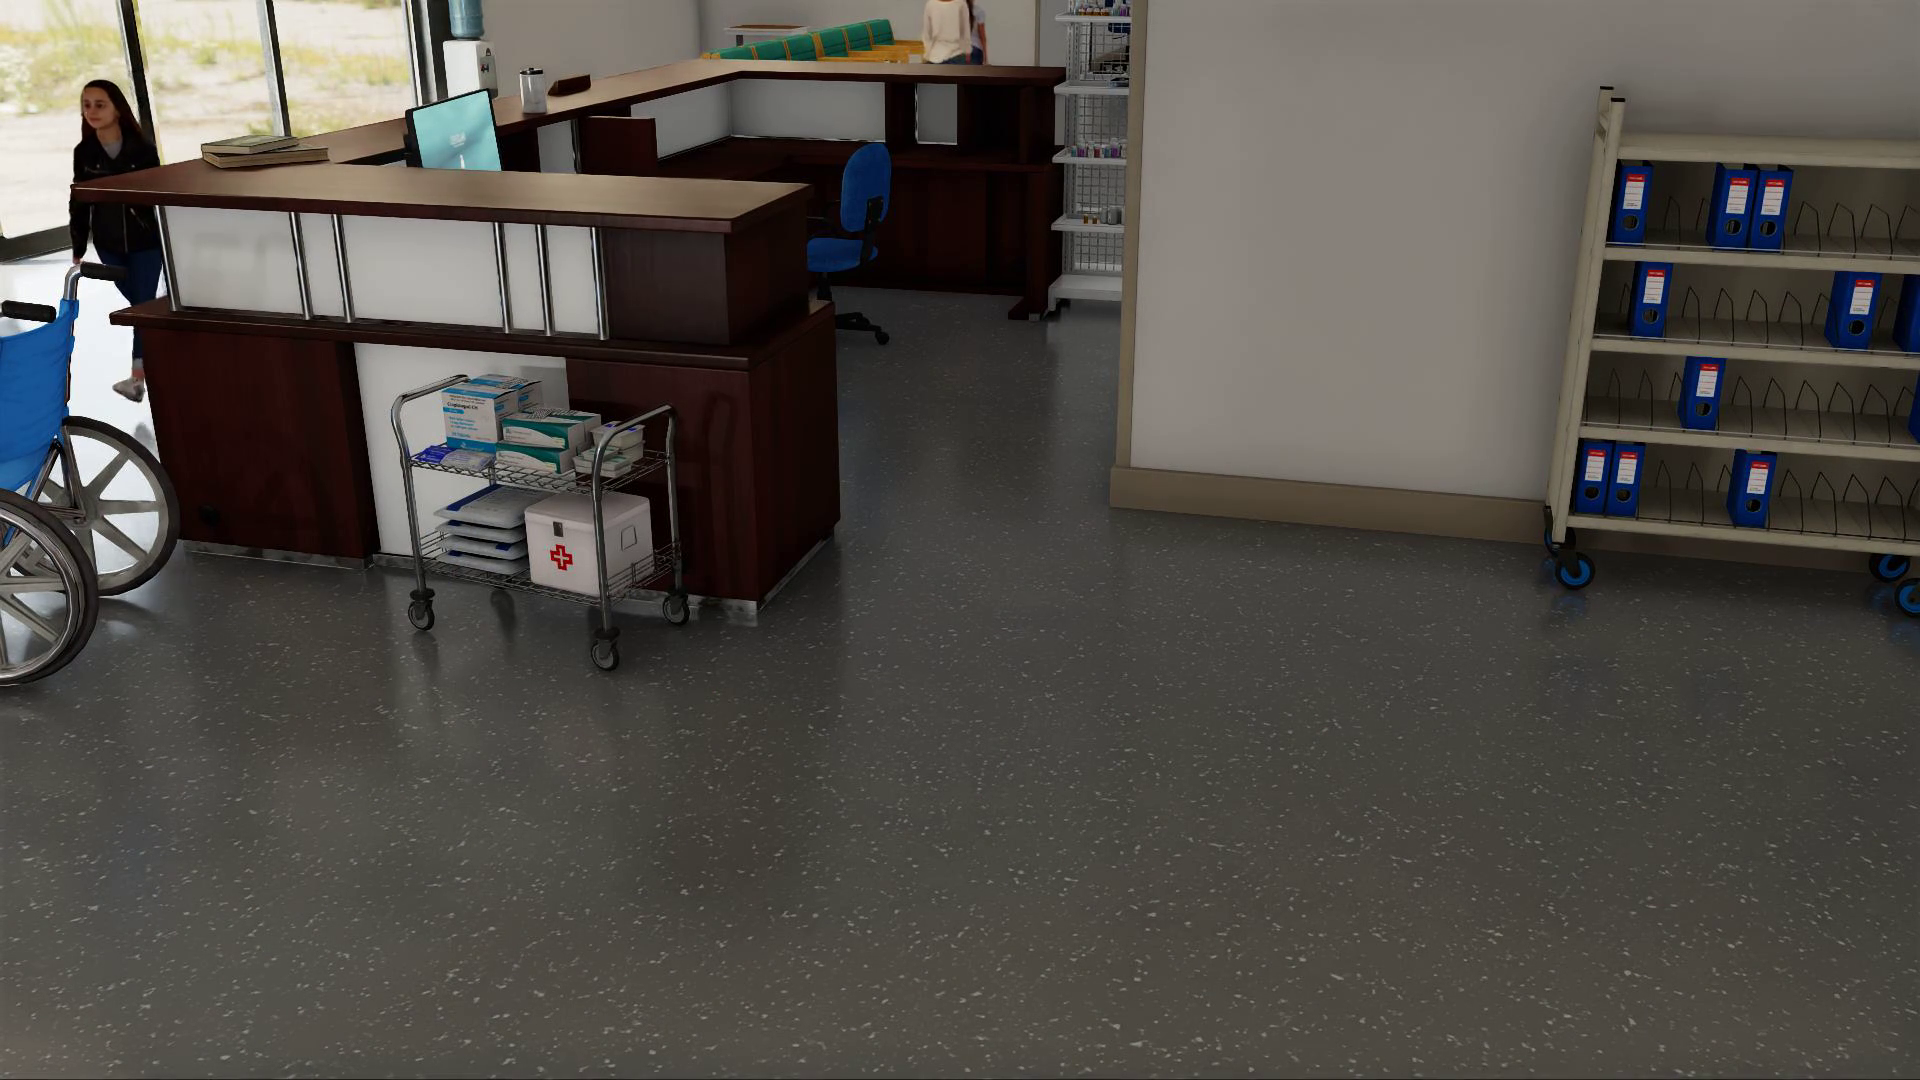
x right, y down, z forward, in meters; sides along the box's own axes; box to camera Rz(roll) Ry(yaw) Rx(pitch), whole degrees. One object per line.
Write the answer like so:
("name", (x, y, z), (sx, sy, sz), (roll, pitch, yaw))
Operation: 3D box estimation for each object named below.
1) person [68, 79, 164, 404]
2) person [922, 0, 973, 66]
("person", (-3.859, -1.390, 7.792), (0.945, 1.442, 0.781), (0, 21, 1))
("person", (-0.141, -4.631, 16.025), (0.593, 1.671, 0.668), (5, 21, 13))
